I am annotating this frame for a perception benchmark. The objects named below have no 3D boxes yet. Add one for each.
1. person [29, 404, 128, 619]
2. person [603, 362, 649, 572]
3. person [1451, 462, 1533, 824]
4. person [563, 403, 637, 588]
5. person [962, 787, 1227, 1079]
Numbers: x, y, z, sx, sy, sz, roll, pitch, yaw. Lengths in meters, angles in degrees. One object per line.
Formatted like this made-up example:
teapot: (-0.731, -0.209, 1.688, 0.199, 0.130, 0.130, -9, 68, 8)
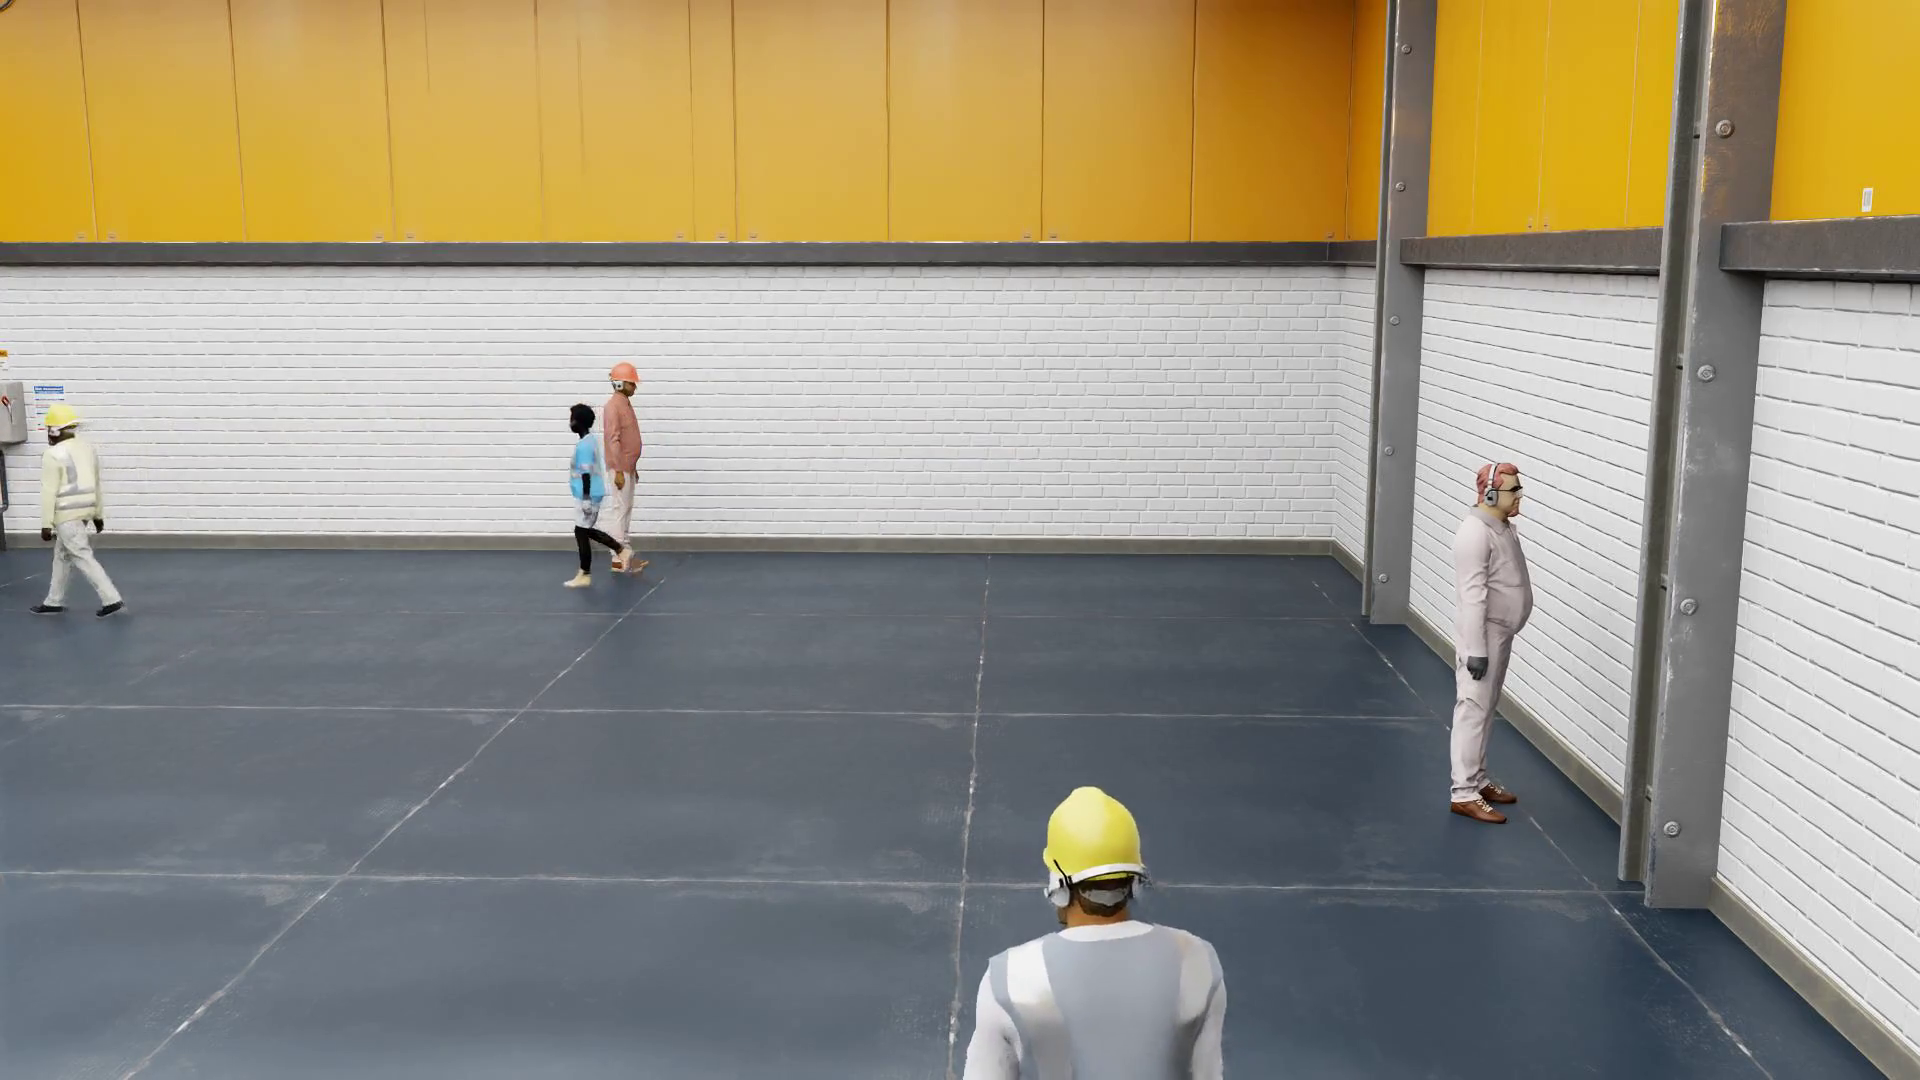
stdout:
person: (-7.315, -0.227, 13.709, 0.911, 1.792, 0.603, 1, 10, 4)
person: (-3.198, -0.696, 15.851, 0.380, 1.993, 0.610, 0, 10, 1)
person: (2.845, 0.533, 8.915, 0.408, 1.908, 0.638, 5, 11, 28)
person: (-3.296, -0.404, 15.074, 0.582, 1.684, 0.540, -2, 10, -11)
person: (0.296, 1.456, 3.874, 0.608, 1.784, 0.945, -3, 10, -15)
